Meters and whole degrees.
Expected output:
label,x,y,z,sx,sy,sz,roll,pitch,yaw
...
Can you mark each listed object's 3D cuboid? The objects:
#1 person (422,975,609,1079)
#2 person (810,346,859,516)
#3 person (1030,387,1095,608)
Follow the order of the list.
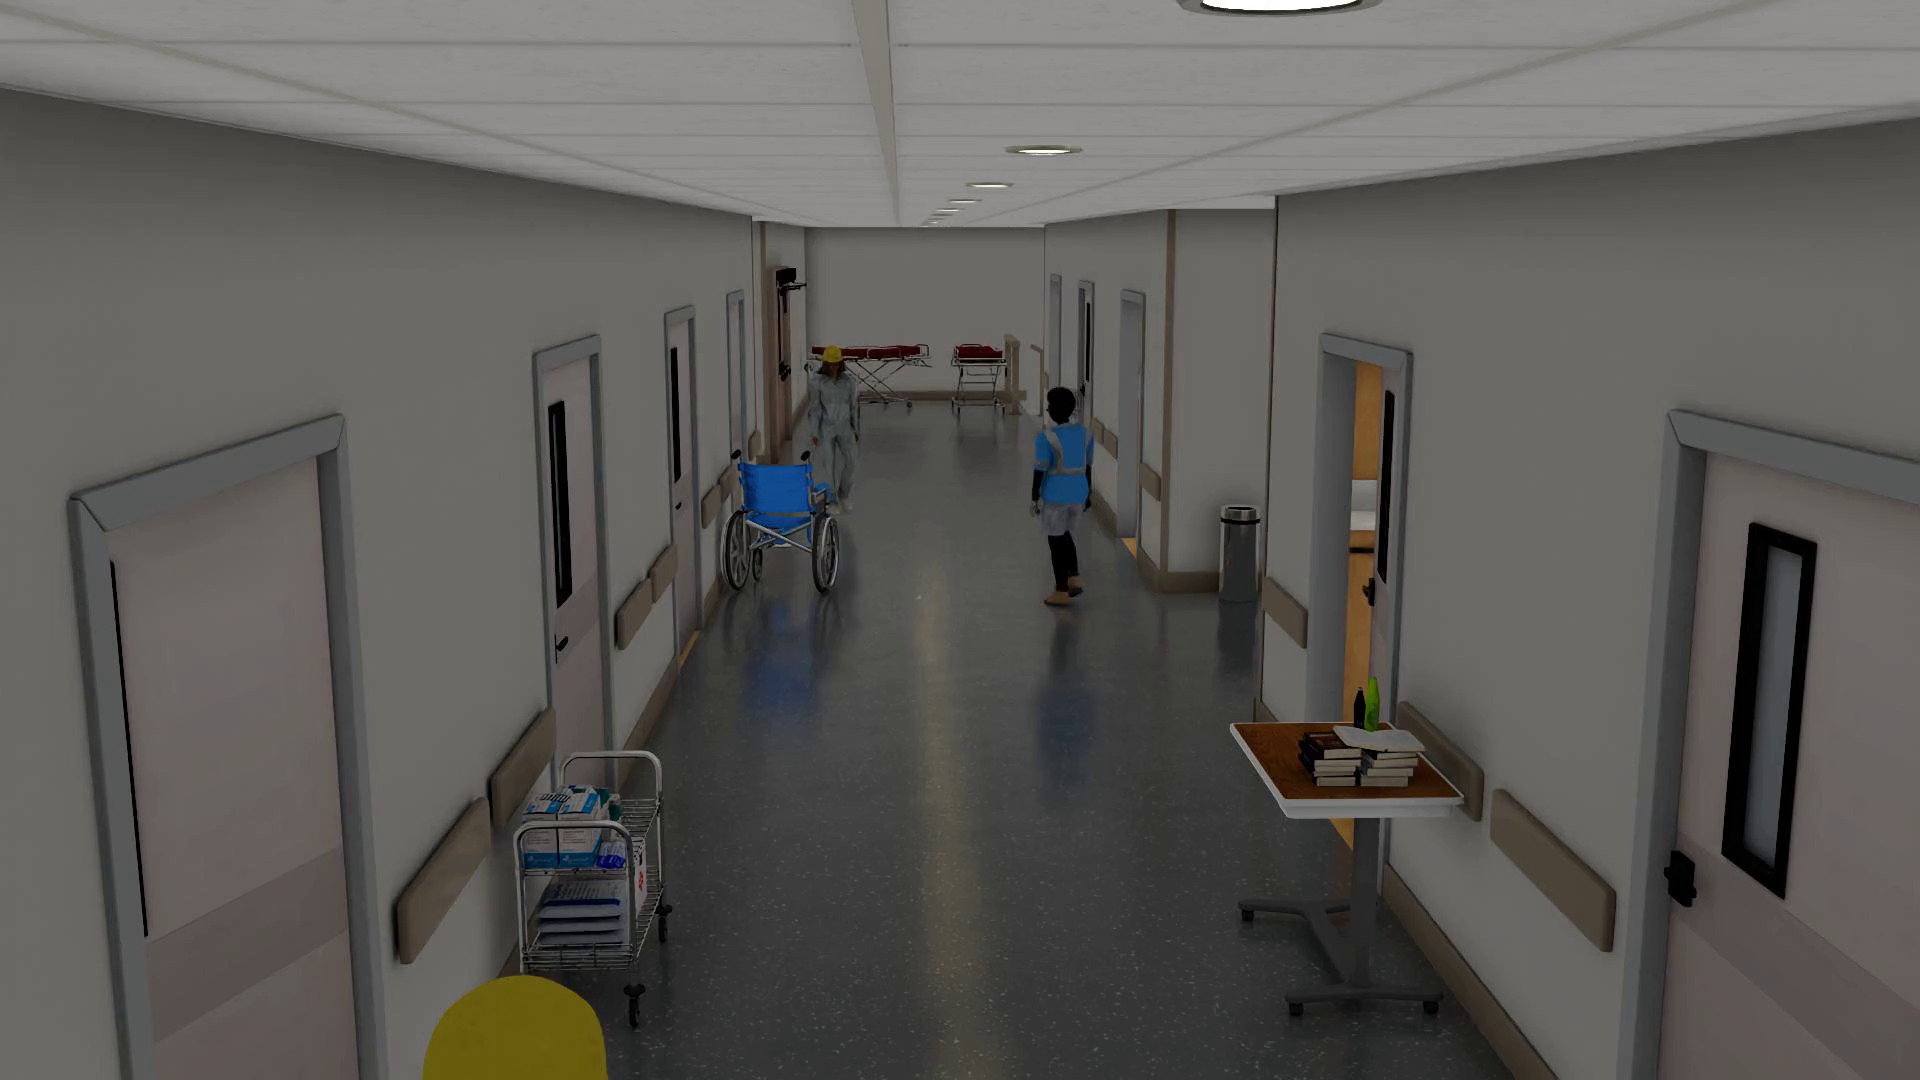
label,x,y,z,sx,sy,sz,roll,pitch,yaw
person,-0.506,1.457,2.049,0.589,1.930,0.360,0,10,-2
person,-1.262,-1.101,16.842,0.518,1.728,0.365,-4,11,-22
person,0.766,-0.326,12.657,0.548,1.681,0.381,-8,13,-36
